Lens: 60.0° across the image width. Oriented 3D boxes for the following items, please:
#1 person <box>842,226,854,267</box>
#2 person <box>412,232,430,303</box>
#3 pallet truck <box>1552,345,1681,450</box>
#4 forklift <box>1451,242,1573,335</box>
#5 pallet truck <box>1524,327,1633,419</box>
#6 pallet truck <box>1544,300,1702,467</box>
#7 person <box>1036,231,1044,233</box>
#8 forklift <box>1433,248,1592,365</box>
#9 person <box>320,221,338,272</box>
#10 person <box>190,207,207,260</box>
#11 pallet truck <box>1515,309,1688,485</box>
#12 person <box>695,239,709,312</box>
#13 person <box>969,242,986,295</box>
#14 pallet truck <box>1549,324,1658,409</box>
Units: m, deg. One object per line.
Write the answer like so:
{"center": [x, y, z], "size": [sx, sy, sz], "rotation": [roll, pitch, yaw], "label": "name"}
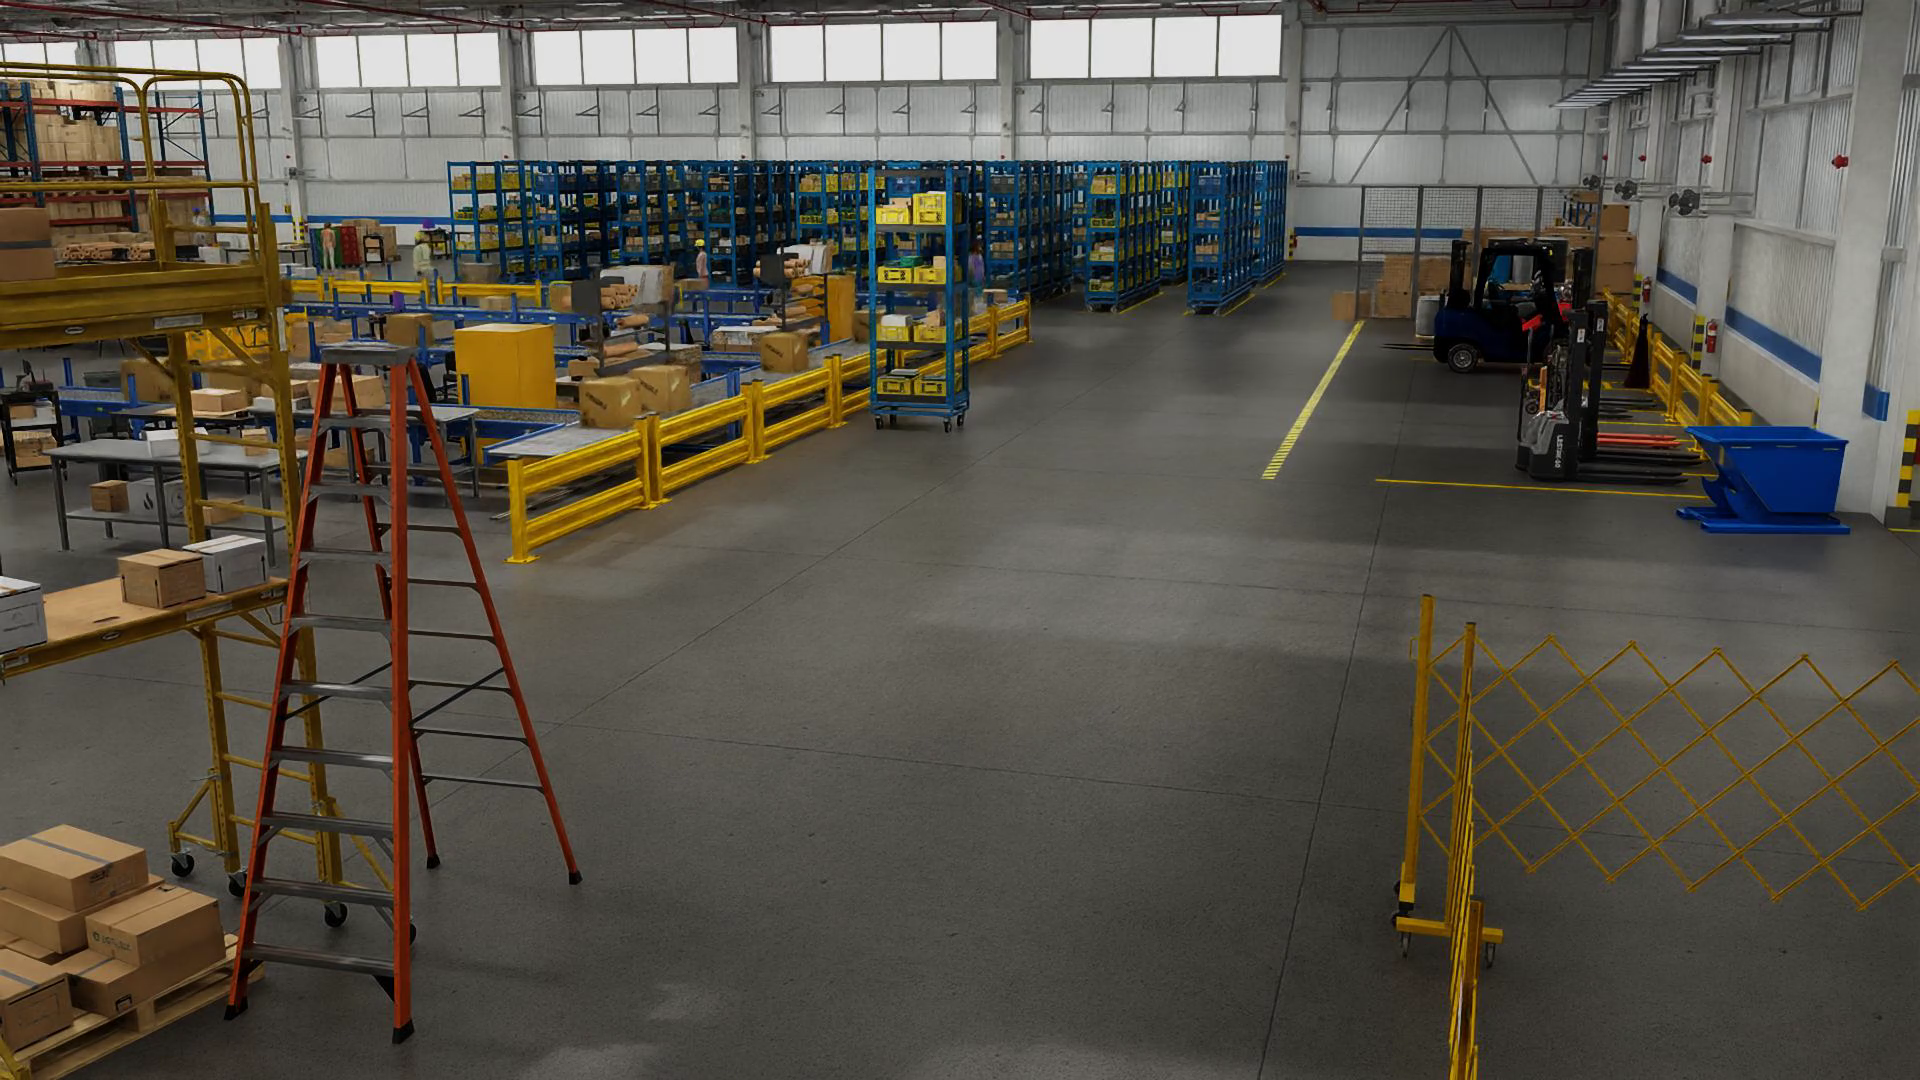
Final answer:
{"center": [-3.380, -8.711, 49.730], "size": [0.393, 2.041, 0.614], "rotation": [3, 13, 13], "label": "person"}
{"center": [-13.923, -7.032, 42.966], "size": [0.434, 1.814, 0.605], "rotation": [4, 14, 18], "label": "person"}
{"center": [8.641, -1.896, 21.908], "size": [1.630, 1.274, 0.653], "rotation": [4, 14, 16], "label": "pallet truck"}
{"center": [10.464, -4.597, 31.405], "size": [2.680, 1.987, 1.157], "rotation": [4, 14, 16], "label": "forklift"}
{"center": [9.065, -2.460, 24.370], "size": [1.522, 1.261, 0.704], "rotation": [3, 13, 14], "label": "pallet truck"}
{"center": [8.263, -1.952, 20.631], "size": [1.885, 1.965, 0.823], "rotation": [5, 14, 20], "label": "pallet truck"}
{"center": [2.252, -8.263, 47.926], "size": [0.515, 1.989, 0.633], "rotation": [-2, 13, -8], "label": "person"}
{"center": [9.780, -4.111, 29.280], "size": [2.680, 1.987, 1.157], "rotation": [3, 13, 14], "label": "forklift"}
{"center": [-20.688, -9.612, 54.503], "size": [0.523, 1.638, 0.310], "rotation": [3, 13, 14], "label": "person"}
{"center": [-27.728, -11.126, 60.415], "size": [0.645, 1.917, 0.815], "rotation": [5, 14, 21], "label": "person"}
{"center": [7.554, -1.677, 19.446], "size": [1.885, 1.965, 0.823], "rotation": [3, 13, 14], "label": "pallet truck"}
{"center": [-6.283, -6.428, 40.463], "size": [0.308, 1.772, 0.526], "rotation": [1, 13, 4], "label": "person"}
{"center": [0.355, -5.945, 38.242], "size": [0.706, 1.826, 0.582], "rotation": [5, 14, 22], "label": "person"}
{"center": [9.824, -2.669, 25.407], "size": [1.601, 1.201, 0.680], "rotation": [4, 14, 16], "label": "pallet truck"}
